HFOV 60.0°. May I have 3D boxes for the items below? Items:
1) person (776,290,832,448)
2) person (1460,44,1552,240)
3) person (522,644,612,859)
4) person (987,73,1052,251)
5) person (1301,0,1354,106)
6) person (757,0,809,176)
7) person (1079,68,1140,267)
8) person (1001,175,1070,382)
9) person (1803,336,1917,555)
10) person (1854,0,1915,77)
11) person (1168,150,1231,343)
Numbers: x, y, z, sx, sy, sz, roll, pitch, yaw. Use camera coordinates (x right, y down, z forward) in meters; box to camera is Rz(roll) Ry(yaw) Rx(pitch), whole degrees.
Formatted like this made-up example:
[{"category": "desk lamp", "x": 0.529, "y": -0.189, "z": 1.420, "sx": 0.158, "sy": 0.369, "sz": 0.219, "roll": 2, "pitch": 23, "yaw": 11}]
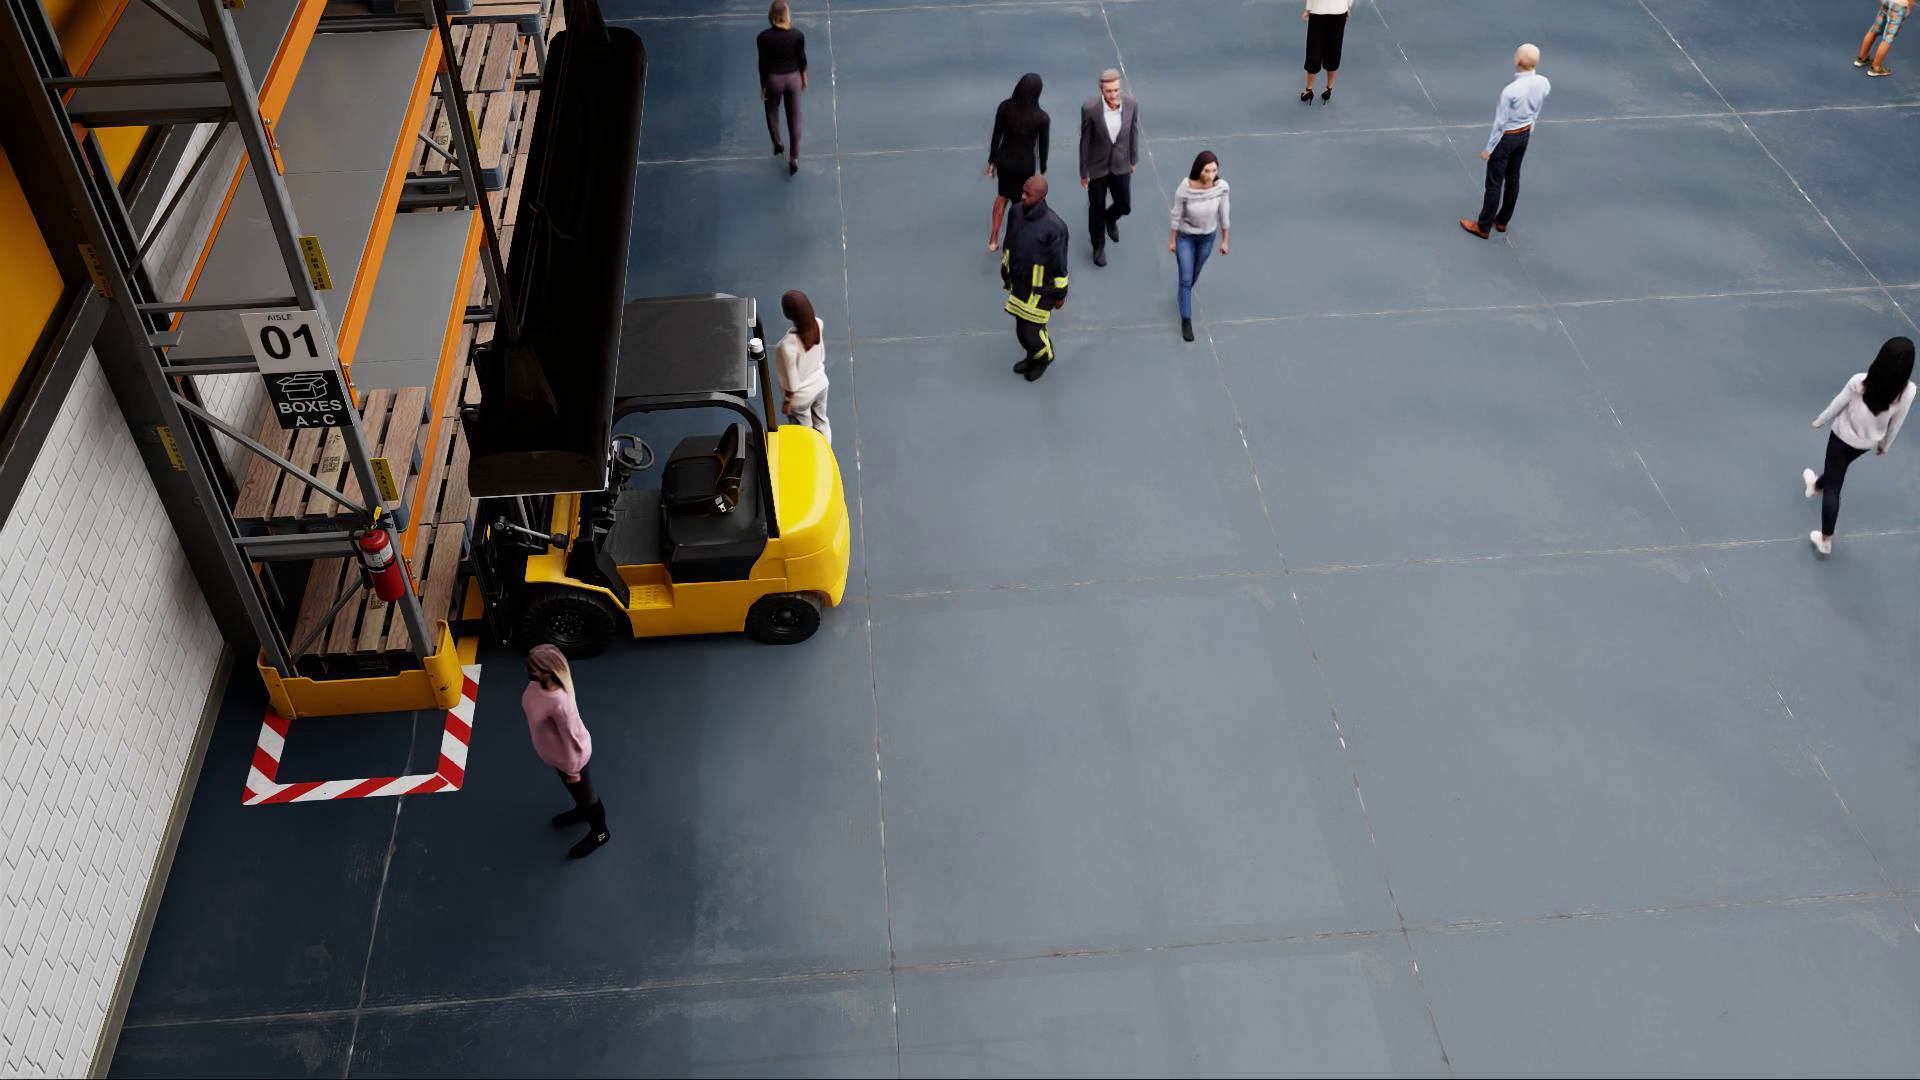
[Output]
[{"category": "person", "x": -1.120, "y": -1.105, "z": 12.059, "sx": 0.747, "sy": 1.690, "sz": 0.657, "roll": 22, "pitch": 48, "yaw": 22}, {"category": "person", "x": 4.775, "y": -3.460, "z": 14.459, "sx": 0.718, "sy": 1.790, "sz": 0.705, "roll": -20, "pitch": 47, "yaw": -20}, {"category": "person", "x": -2.275, "y": 1.191, "z": 9.651, "sx": 0.732, "sy": 1.687, "sz": 0.606, "roll": -20, "pitch": 47, "yaw": -20}, {"category": "person", "x": 0.471, "y": -3.146, "z": 14.197, "sx": 0.795, "sy": 1.696, "sz": 0.849, "roll": 8, "pitch": 44, "yaw": 8}, {"category": "person", "x": 3.573, "y": -5.110, "z": 16.142, "sx": 0.617, "sy": 1.858, "sz": 0.513, "roll": -2, "pitch": 44, "yaw": -3}, {"category": "person", "x": -1.605, "y": -4.095, "z": 15.222, "sx": 0.647, "sy": 1.656, "sz": 0.756, "roll": -8, "pitch": 44, "yaw": -9}, {"category": "person", "x": 1.220, "y": -3.230, "z": 14.197, "sx": 0.768, "sy": 1.818, "sz": 0.783, "roll": -11, "pitch": 45, "yaw": -12}, {"category": "person", "x": 0.640, "y": -2.076, "z": 12.993, "sx": 0.991, "sy": 1.807, "sz": 0.922, "roll": -32, "pitch": 52, "yaw": -29}, {"category": "person", "x": 6.244, "y": -0.640, "z": 11.596, "sx": 0.741, "sy": 1.656, "sz": 1.125, "roll": 3, "pitch": 44, "yaw": 3}, {"category": "person", "x": 9.442, "y": -5.423, "z": 16.761, "sx": 0.614, "sy": 1.457, "sz": 0.462, "roll": -12, "pitch": 45, "yaw": -12}, {"category": "person", "x": 1.908, "y": -2.487, "z": 13.573, "sx": 0.669, "sy": 1.603, "sz": 0.914, "roll": -7, "pitch": 44, "yaw": -7}]
